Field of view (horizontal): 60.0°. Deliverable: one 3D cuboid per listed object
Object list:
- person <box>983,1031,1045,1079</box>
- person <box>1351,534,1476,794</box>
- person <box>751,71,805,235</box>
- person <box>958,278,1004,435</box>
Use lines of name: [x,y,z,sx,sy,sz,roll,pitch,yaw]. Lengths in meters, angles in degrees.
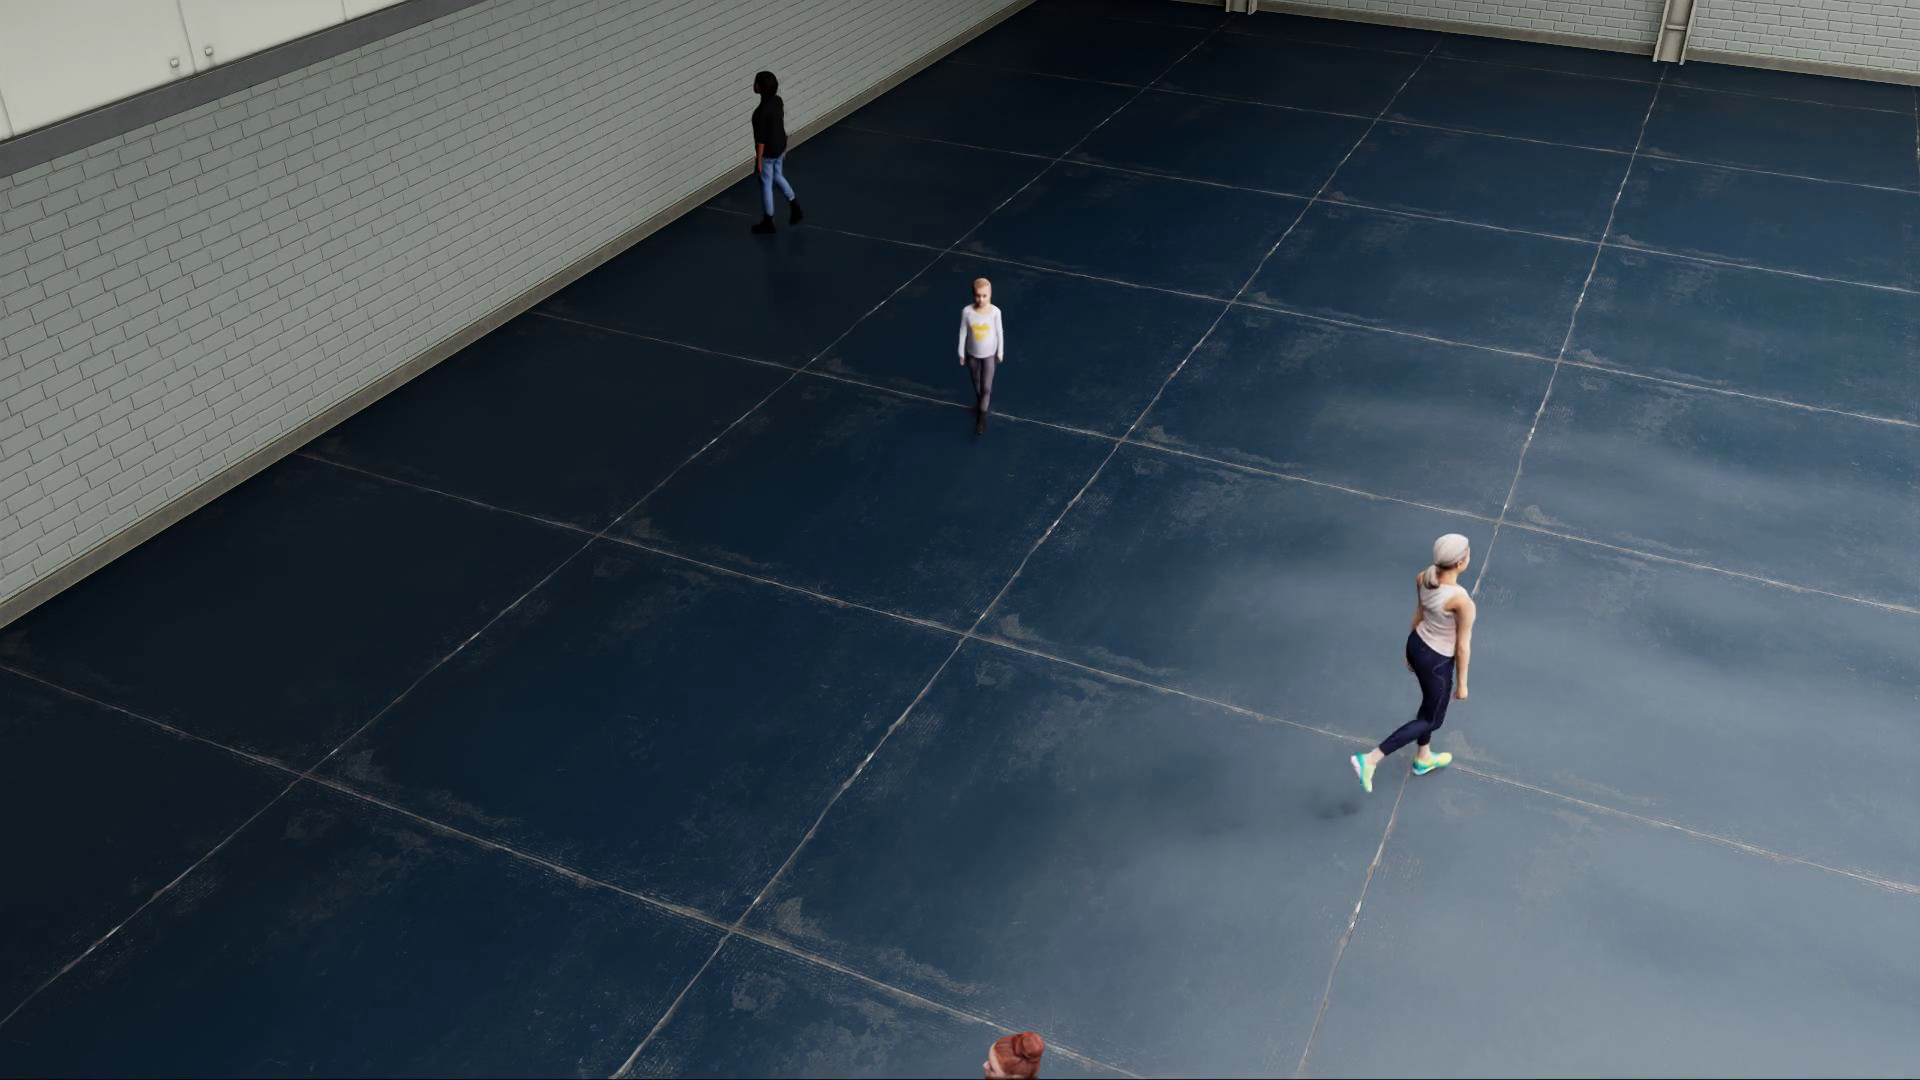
person: [0.201,2.545,6.500,0.620,1.793,0.628,-2,32,-3]
person: [2.620,0.741,9.464,1.078,1.683,1.013,-11,34,-17]
person: [-1.850,-3.895,16.811,0.754,1.685,0.623,12,34,18]
person: [0.174,-1.538,13.482,0.901,1.249,0.735,4,33,7]
